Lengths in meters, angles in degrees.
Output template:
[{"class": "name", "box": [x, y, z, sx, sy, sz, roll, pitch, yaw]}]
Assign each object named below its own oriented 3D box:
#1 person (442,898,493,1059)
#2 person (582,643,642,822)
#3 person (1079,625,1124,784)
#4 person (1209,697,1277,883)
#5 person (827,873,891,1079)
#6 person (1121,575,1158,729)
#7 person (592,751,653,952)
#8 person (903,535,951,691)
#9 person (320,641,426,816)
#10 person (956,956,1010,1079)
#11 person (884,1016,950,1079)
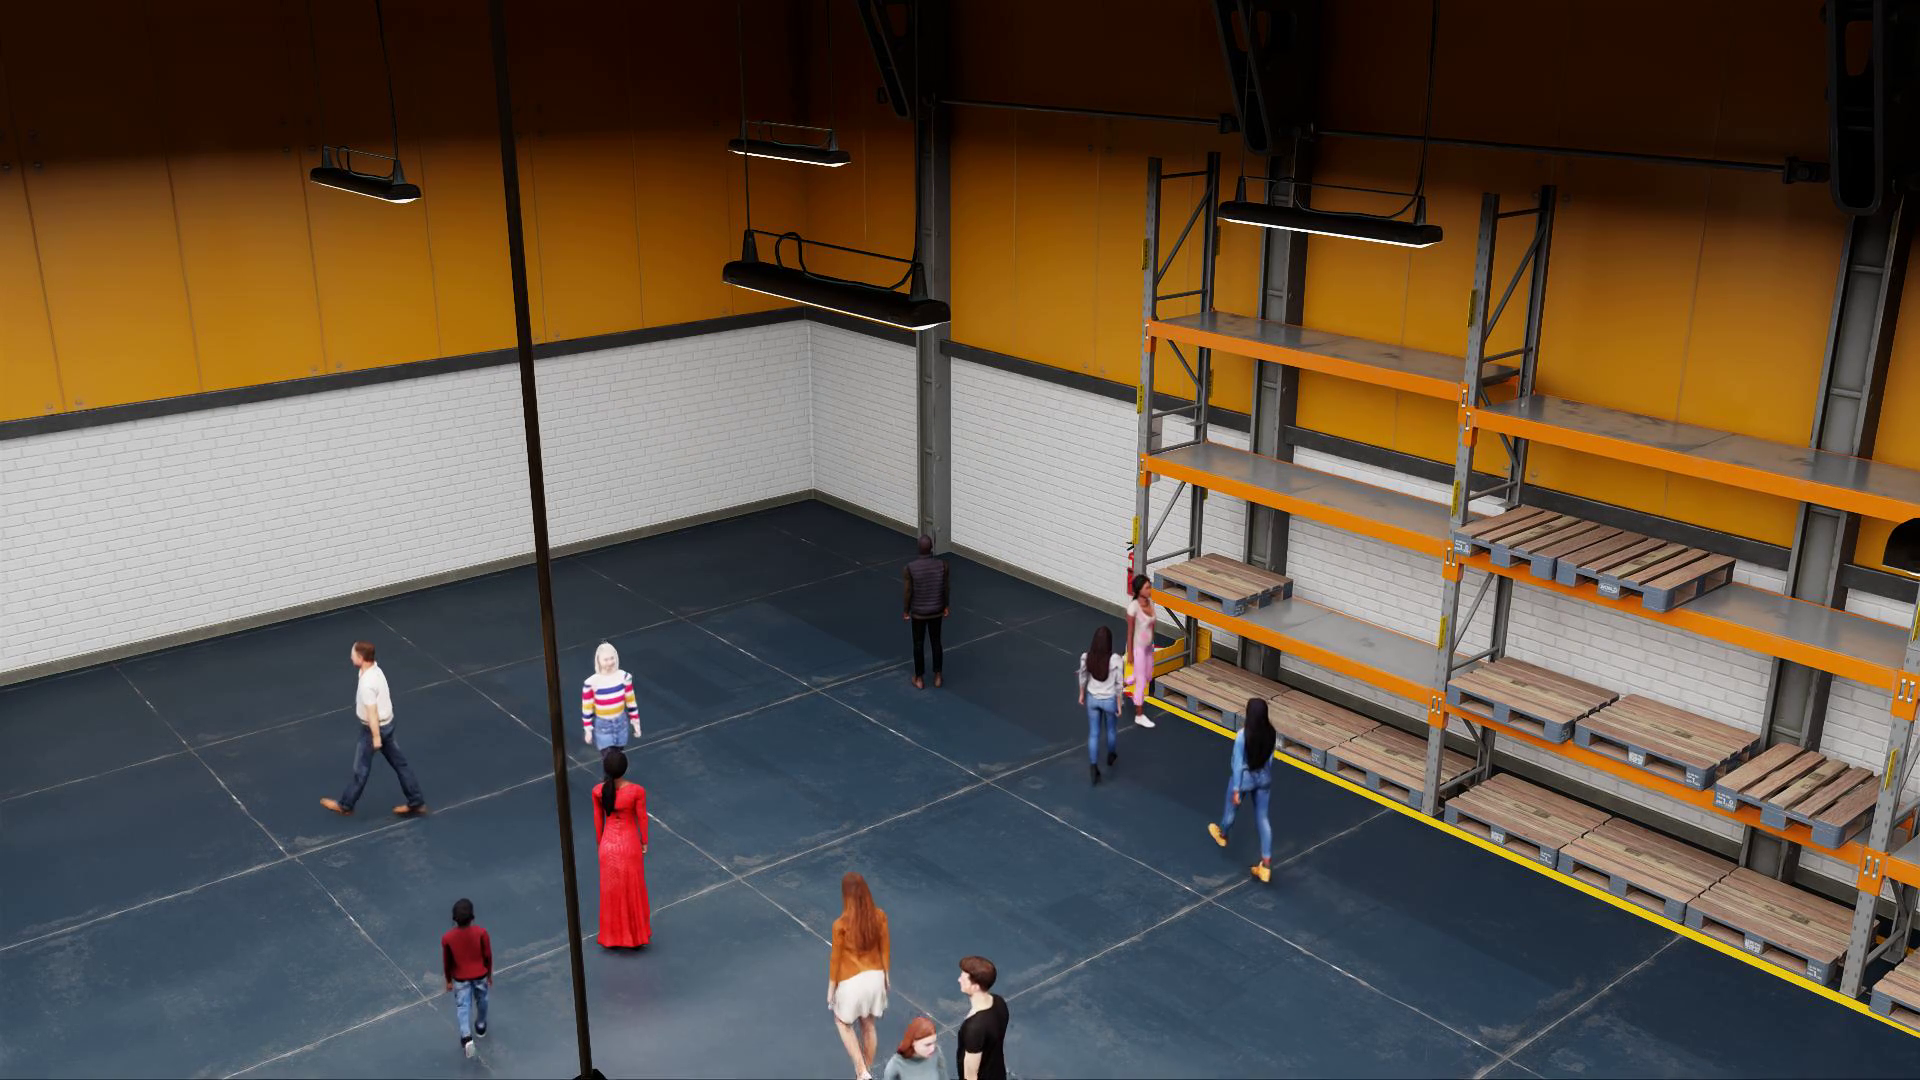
[{"class": "person", "box": [-3.695, 3.294, 12.540, 0.685, 1.241, 0.865, -6, 19, -16]}, {"class": "person", "box": [-3.400, 1.828, 16.081, 0.706, 1.759, 1.108, -13, 23, -34]}, {"class": "person", "box": [1.413, 1.674, 16.784, 0.956, 1.603, 0.968, 5, 19, 14]}, {"class": "person", "box": [2.675, 2.261, 14.938, 0.888, 1.668, 1.252, -7, 20, -21]}, {"class": "person", "box": [-0.689, 3.241, 11.984, 0.735, 1.697, 0.793, -9, 21, -25]}, {"class": "person", "box": [1.891, 1.176, 18.073, 0.918, 1.724, 0.667, 16, 24, 39]}, {"class": "person", "box": [-2.826, 2.580, 13.808, 0.759, 1.785, 0.809, 0, 19, -1]}, {"class": "person", "box": [-0.382, 0.809, 18.989, 0.775, 1.836, 0.748, -4, 19, -13]}, {"class": "person", "box": [-5.479, 1.839, 15.966, 1.210, 1.812, 1.231, -1, 19, -3]}, {"class": "person", "box": [0.237, 3.566, 10.743, 1.219, 1.874, 1.054, 6, 19, 17]}, {"class": "person", "box": [-0.327, 3.713, 10.560, 0.652, 1.711, 0.970, -12, 22, -31]}]
